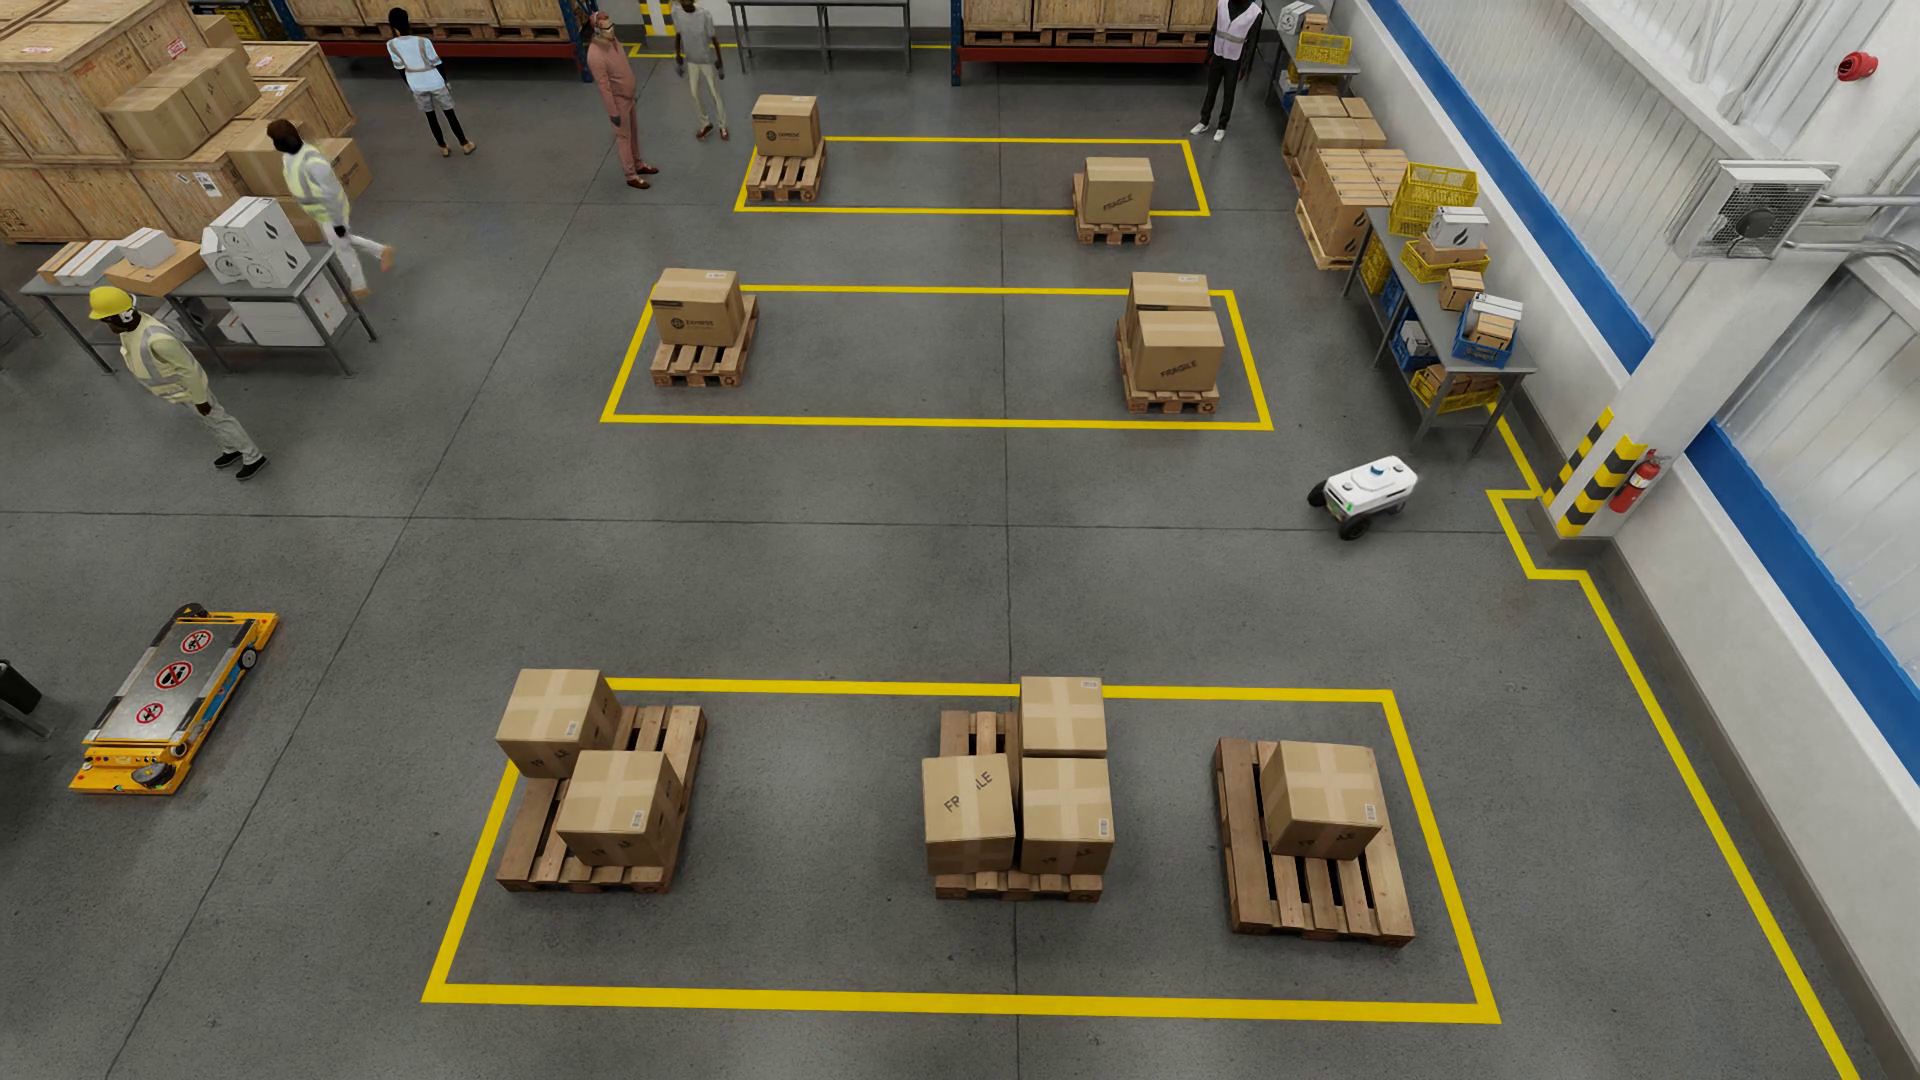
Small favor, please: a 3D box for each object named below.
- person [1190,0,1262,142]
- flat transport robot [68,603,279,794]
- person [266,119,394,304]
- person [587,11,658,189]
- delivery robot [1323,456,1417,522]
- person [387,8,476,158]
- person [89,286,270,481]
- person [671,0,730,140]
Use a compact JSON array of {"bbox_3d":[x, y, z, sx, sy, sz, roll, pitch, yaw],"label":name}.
[{"bbox_3d":[3.308,-5.954,11.316,0.590,1.919,0.392,31,56,24],"label":"person"},{"bbox_3d":[-5.504,1.072,6.442,0.652,0.197,1.431,1,50,1],"label":"flat transport robot"},{"bbox_3d":[-6.274,-3.297,9.131,0.642,1.820,0.697,33,57,25],"label":"person"},{"bbox_3d":[-3.891,-5.063,10.569,0.402,1.906,0.652,3,50,3],"label":"person"},{"bbox_3d":[3.338,-0.437,7.475,0.707,0.478,0.477,-19,52,-15],"label":"delivery robot"},{"bbox_3d":[-6.422,-5.492,11.067,0.532,1.698,0.319,-8,50,-7],"label":"person"},{"bbox_3d":[-6.287,-1.246,7.387,0.587,1.833,0.404,26,54,20],"label":"person"},{"bbox_3d":[-3.207,-5.880,11.296,0.610,1.858,0.346,6,50,5],"label":"person"}]
